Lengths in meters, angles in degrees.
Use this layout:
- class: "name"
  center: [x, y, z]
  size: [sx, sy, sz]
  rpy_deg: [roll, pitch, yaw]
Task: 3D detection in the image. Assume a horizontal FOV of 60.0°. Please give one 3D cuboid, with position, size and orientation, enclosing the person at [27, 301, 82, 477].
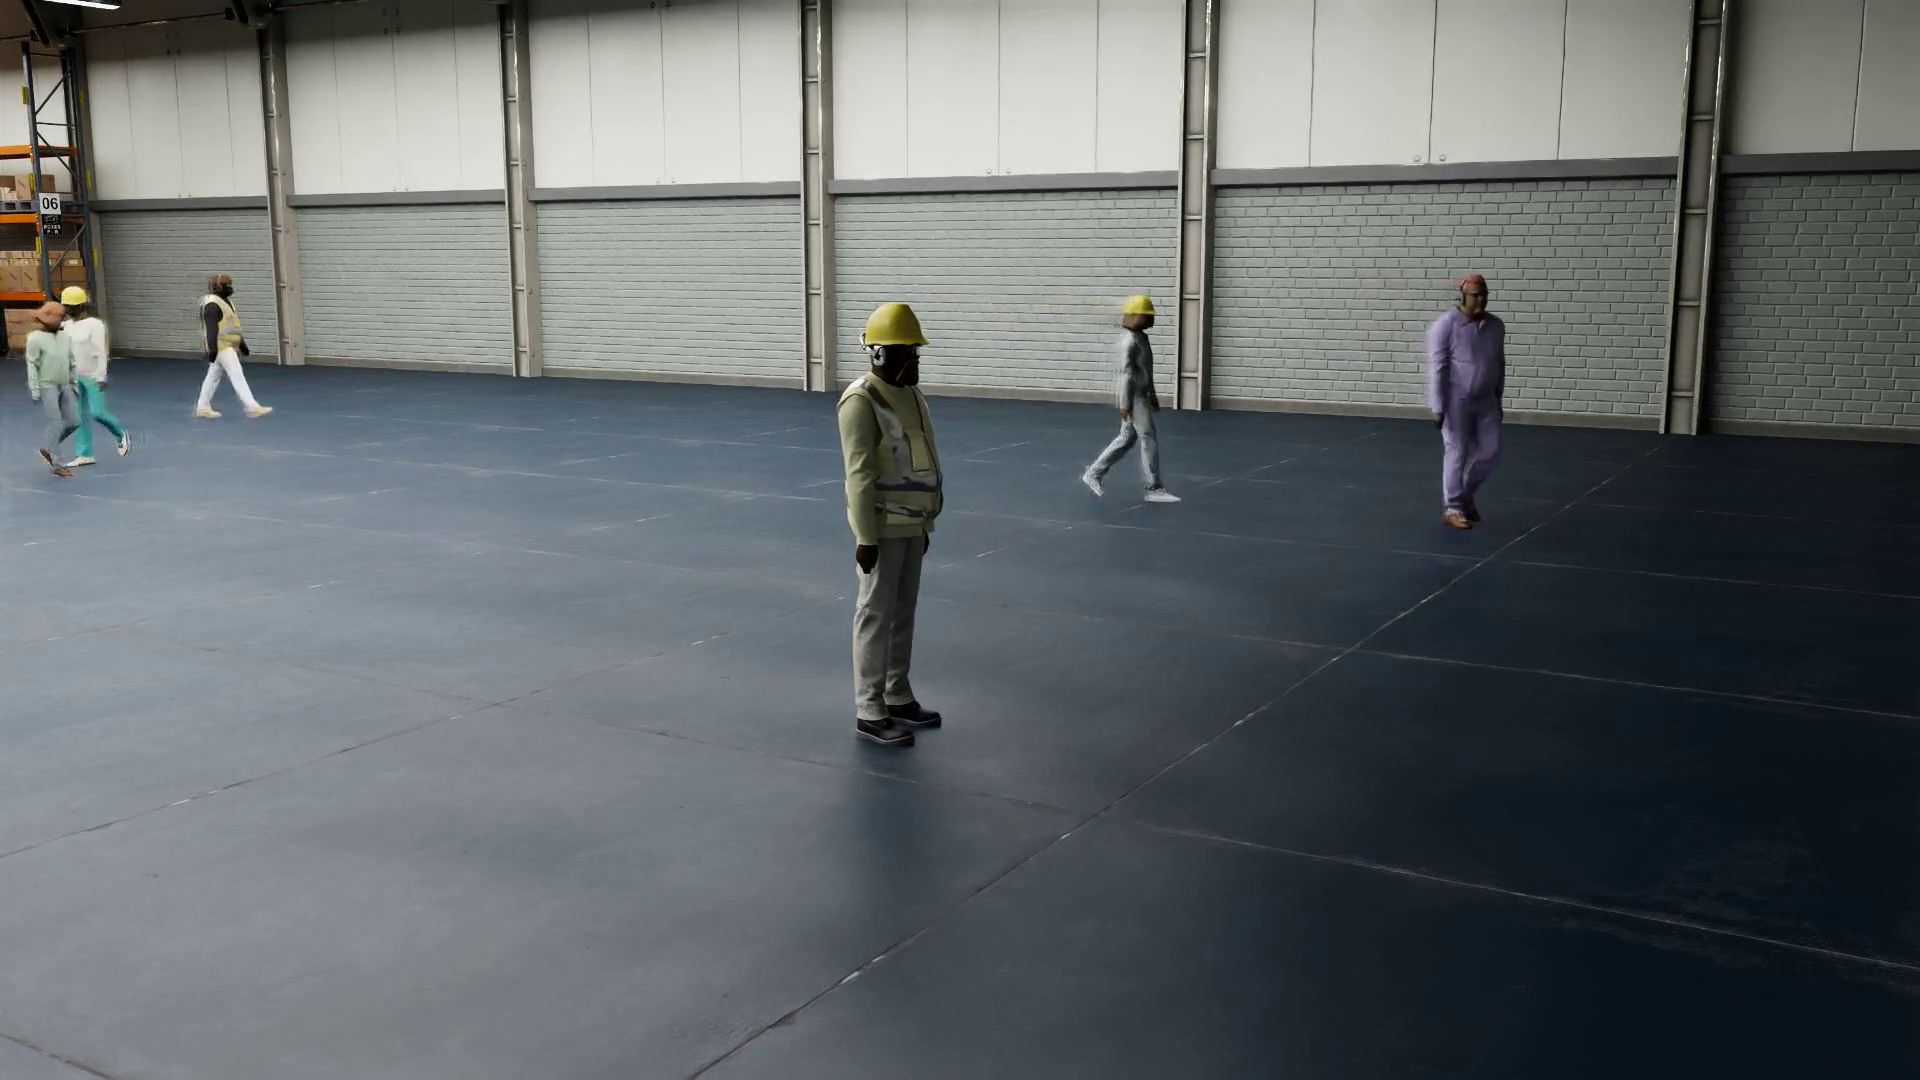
- class: "person"
  center: [-8.324, -1.379, 15.235]
  size: [0.404, 1.616, 0.516]
  rpy_deg: [3, 10, 16]

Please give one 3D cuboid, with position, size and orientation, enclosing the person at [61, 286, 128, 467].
- class: "person"
  center: [-8.430, -1.593, 16.121]
  size: [0.536, 1.739, 0.568]
  rpy_deg: [2, 10, 13]

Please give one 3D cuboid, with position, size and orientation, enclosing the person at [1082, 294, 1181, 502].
- class: "person"
  center: [1.411, -1.175, 13.761]
  size: [0.831, 1.713, 0.485]
  rpy_deg: [3, 10, 16]

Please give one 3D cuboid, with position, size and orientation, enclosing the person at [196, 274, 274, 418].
- class: "person"
  center: [-9.162, -2.412, 20.796]
  size: [0.957, 1.796, 0.634]
  rpy_deg: [-2, 10, -11]

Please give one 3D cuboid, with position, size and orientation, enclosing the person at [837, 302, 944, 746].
- class: "person"
  center: [-0.275, -0.073, 6.976]
  size: [0.404, 1.831, 0.600]
  rpy_deg: [4, 10, 22]

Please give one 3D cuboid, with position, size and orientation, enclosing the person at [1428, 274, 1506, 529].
- class: "person"
  center: [3.784, -1.020, 12.348]
  size: [0.667, 1.888, 0.436]
  rpy_deg: [-3, 10, -18]
